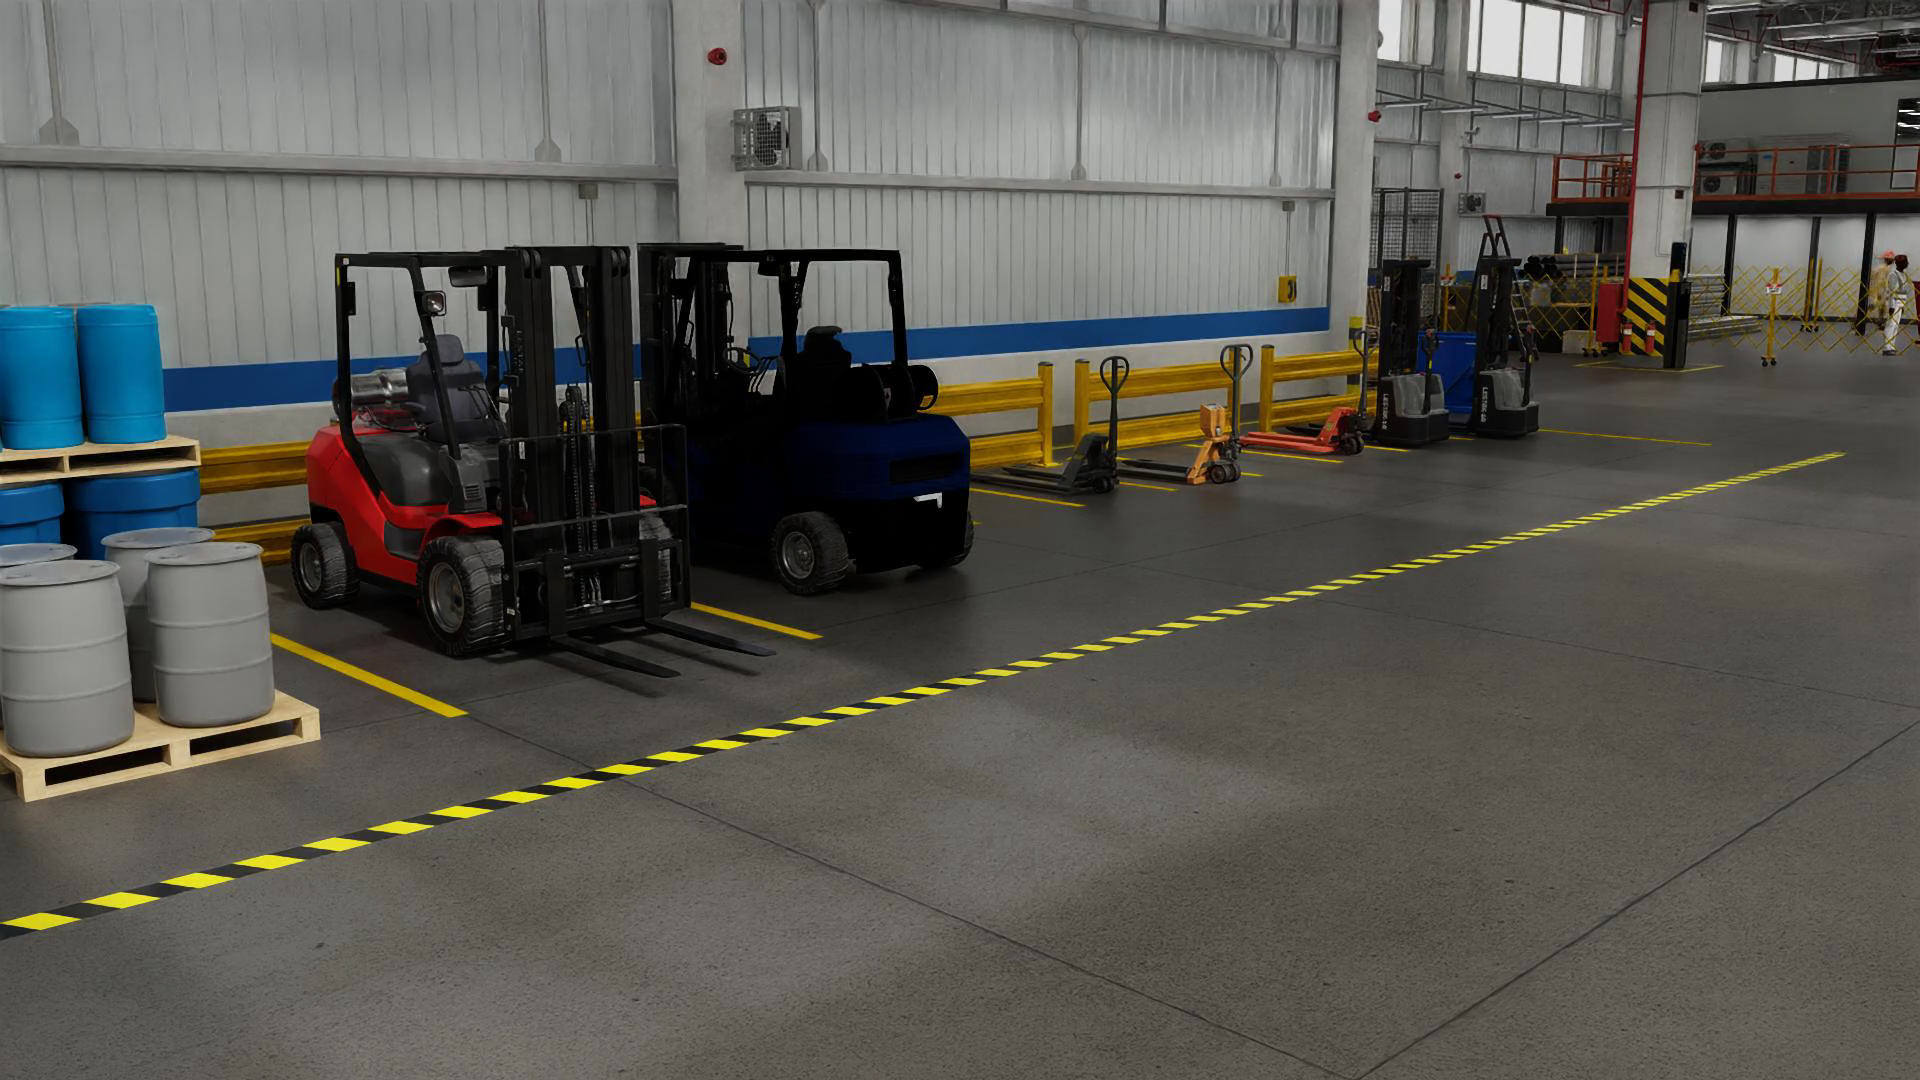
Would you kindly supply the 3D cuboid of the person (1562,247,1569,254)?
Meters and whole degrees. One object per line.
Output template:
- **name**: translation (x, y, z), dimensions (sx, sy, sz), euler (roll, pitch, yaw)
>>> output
- **person**: translation (15.562, -6.608, 43.086), dimensions (0.594, 1.926, 0.366), euler (-10, 15, -44)

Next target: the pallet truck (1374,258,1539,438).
- **pallet truck**: translation (5.704, -2.208, 18.901), dimensions (1.885, 1.965, 0.823), euler (10, 14, 43)

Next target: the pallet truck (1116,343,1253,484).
- **pallet truck**: translation (1.962, -1.215, 15.415), dimensions (1.522, 1.261, 0.704), euler (10, 14, 43)

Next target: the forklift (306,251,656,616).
- **forklift**: translation (-2.833, -0.669, 9.694), dimensions (1.157, 1.987, 2.680), euler (-10, 14, -44)

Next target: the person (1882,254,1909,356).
- **person**: translation (17.451, -4.369, 30.995), dimensions (0.584, 1.884, 0.349), euler (-10, 15, -44)

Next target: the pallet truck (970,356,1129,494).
- **pallet truck**: translation (0.784, -1.085, 14.876), dimensions (0.680, 1.201, 1.601), euler (-10, 14, -44)

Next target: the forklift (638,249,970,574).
- **forklift**: translation (-1.173, -0.958, 11.239), dimensions (2.680, 1.987, 1.157), euler (10, 14, 43)

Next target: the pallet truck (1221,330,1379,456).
- **pallet truck**: translation (3.563, -1.581, 17.381), dimensions (0.653, 1.274, 1.630), euler (-10, 14, -44)

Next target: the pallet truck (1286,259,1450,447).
- **pallet truck**: translation (4.493, -2.078, 18.196), dimensions (0.823, 1.965, 1.885), euler (-9, 14, -40)

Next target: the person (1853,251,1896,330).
- **person**: translation (21.574, -5.869, 39.225), dimensions (0.837, 1.891, 0.564), euler (6, 12, 29)
